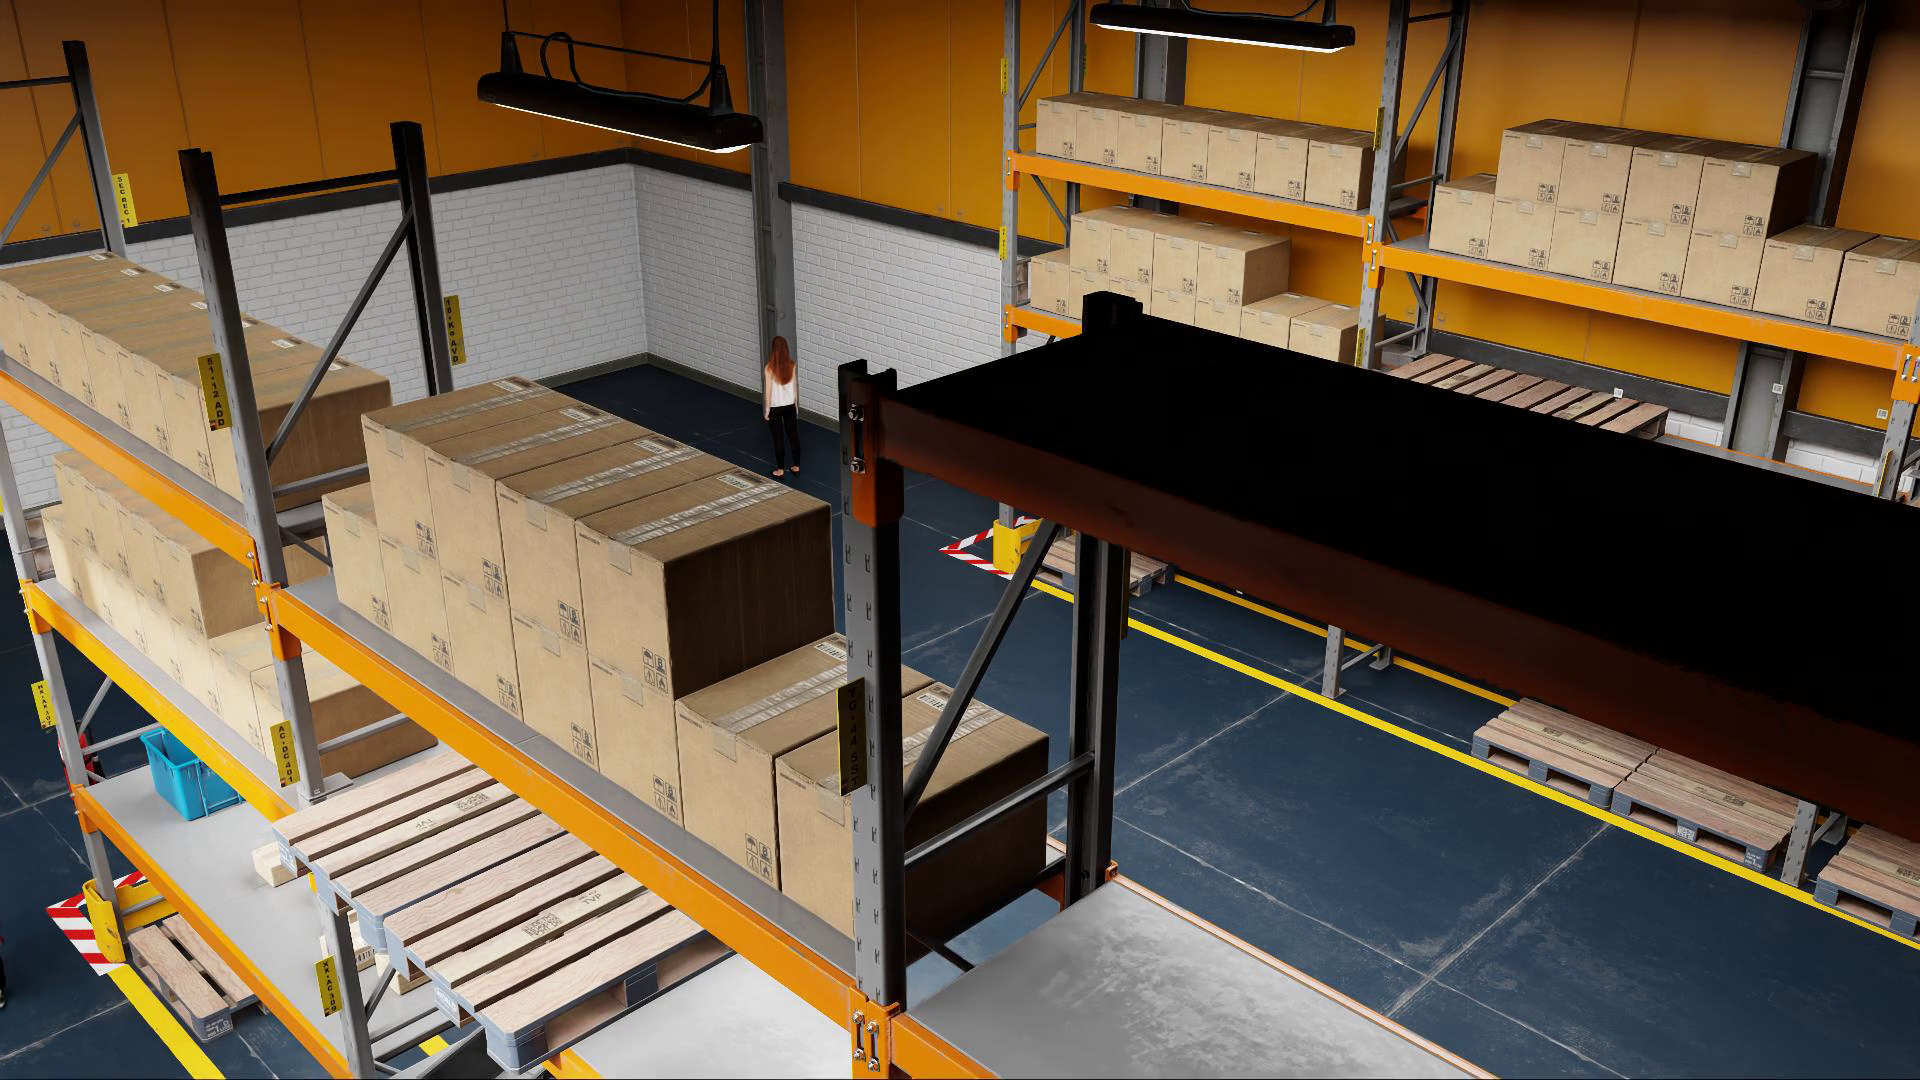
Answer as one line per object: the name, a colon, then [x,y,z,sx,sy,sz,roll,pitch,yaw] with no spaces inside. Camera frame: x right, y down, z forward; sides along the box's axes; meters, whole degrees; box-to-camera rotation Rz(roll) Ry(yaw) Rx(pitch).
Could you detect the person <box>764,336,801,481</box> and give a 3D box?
person: [-2.072,-1.550,19.447,0.612,1.722,0.572,-14,27,-28]
